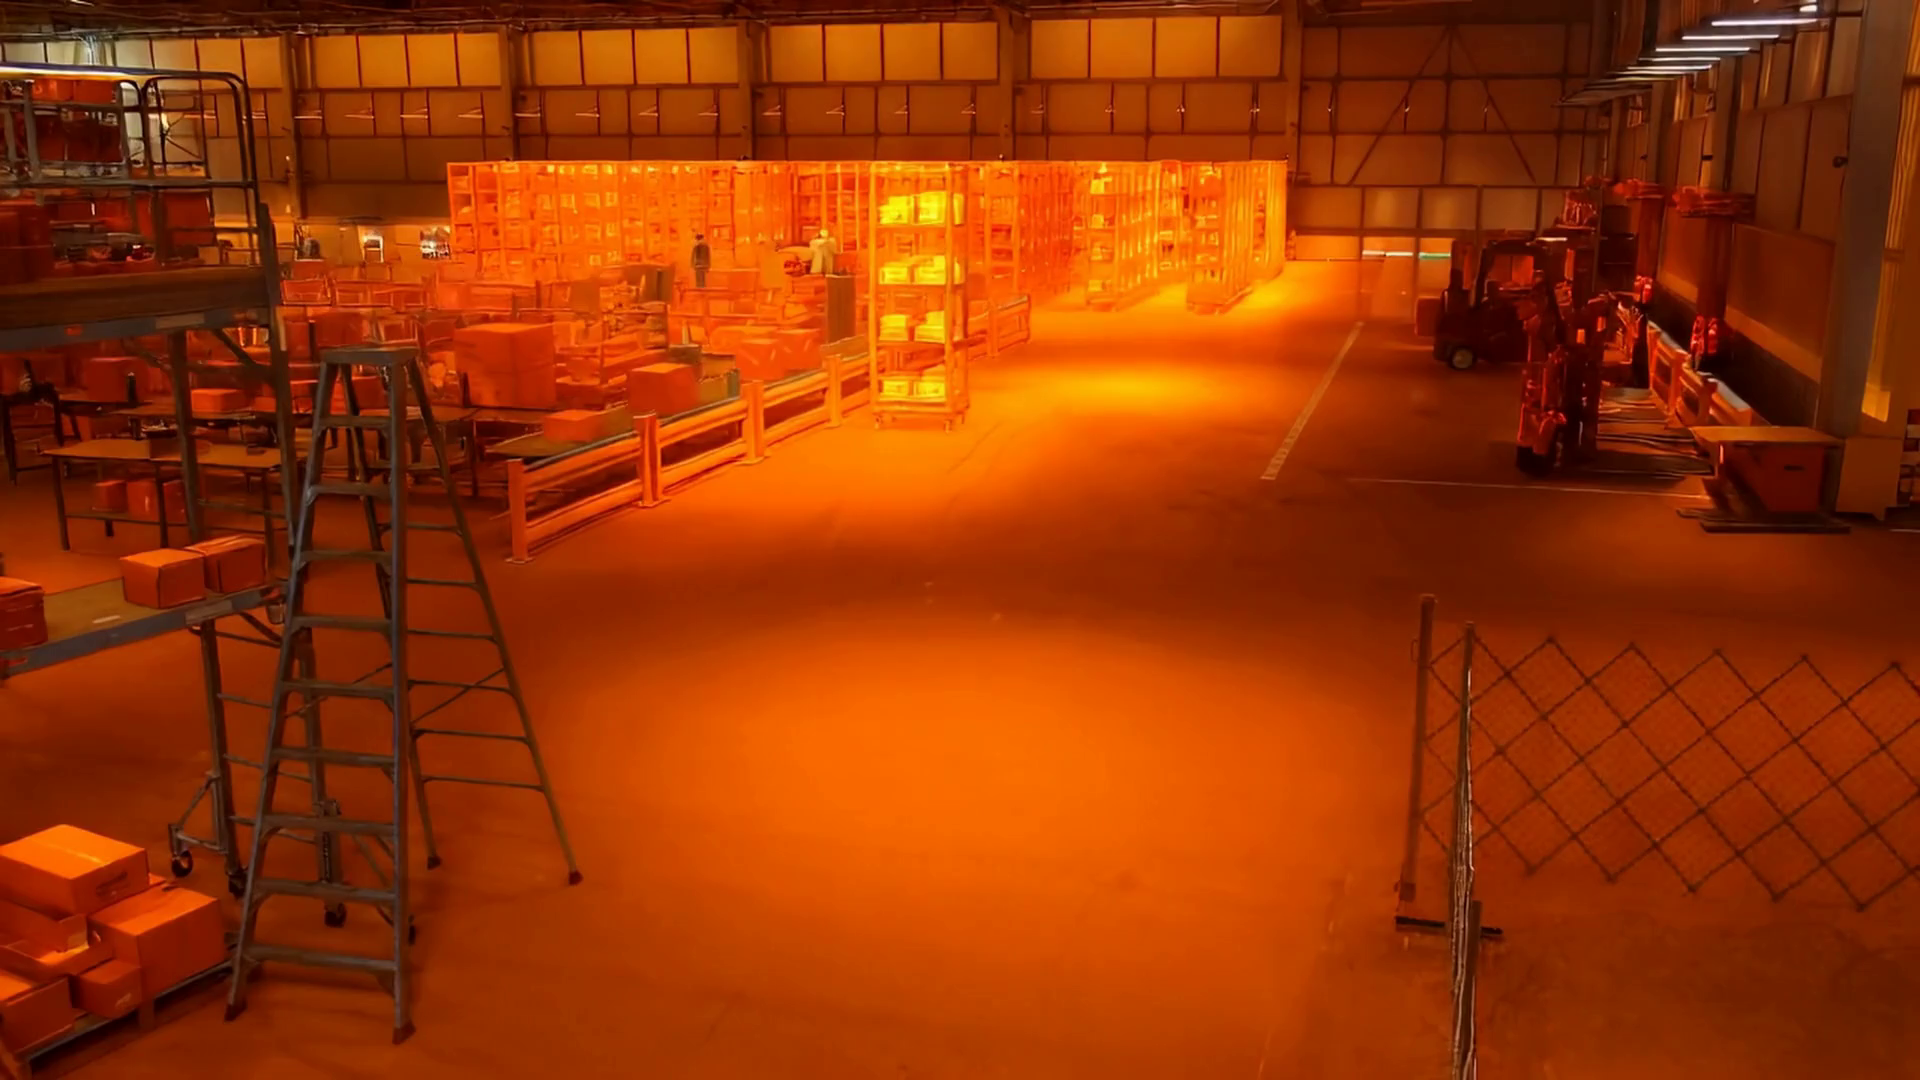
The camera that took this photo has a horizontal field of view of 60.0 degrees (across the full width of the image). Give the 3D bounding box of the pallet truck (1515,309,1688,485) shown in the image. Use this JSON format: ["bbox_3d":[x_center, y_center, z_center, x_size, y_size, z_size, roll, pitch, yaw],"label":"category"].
[{"bbox_3d":[7.554,-1.677,19.446,1.885,1.965,0.823,3,13,14],"label":"pallet truck"}]

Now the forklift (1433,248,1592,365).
[{"bbox_3d":[9.780,-4.111,29.280,2.680,1.987,1.157,3,13,14],"label":"forklift"}]

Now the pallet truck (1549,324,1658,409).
[{"bbox_3d":[9.824,-2.669,25.407,1.601,1.201,0.680,4,14,16],"label":"pallet truck"}]

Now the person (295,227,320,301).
[{"bbox_3d":[-17.183,-7.277,43.845,0.634,1.915,0.936,-2,13,-8],"label":"person"}]

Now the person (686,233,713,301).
[{"bbox_3d":[-6.693,-6.954,42.693,0.578,1.795,0.706,11,17,41],"label":"person"}]

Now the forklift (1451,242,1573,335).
[{"bbox_3d":[10.464,-4.597,31.405,2.680,1.987,1.157,4,14,16],"label":"forklift"}]

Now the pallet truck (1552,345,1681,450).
[{"bbox_3d":[8.641,-1.896,21.908,1.630,1.274,0.653,4,14,16],"label":"pallet truck"}]

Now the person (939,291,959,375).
[{"bbox_3d":[-0.224,-3.550,27.469,0.406,2.035,0.602,0,13,0],"label":"person"}]

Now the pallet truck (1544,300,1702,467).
[{"bbox_3d":[8.263,-1.952,20.631,1.885,1.965,0.823,5,14,20],"label":"pallet truck"}]

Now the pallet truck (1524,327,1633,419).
[{"bbox_3d":[9.065,-2.460,24.370,1.522,1.261,0.704,3,13,14],"label":"pallet truck"}]
